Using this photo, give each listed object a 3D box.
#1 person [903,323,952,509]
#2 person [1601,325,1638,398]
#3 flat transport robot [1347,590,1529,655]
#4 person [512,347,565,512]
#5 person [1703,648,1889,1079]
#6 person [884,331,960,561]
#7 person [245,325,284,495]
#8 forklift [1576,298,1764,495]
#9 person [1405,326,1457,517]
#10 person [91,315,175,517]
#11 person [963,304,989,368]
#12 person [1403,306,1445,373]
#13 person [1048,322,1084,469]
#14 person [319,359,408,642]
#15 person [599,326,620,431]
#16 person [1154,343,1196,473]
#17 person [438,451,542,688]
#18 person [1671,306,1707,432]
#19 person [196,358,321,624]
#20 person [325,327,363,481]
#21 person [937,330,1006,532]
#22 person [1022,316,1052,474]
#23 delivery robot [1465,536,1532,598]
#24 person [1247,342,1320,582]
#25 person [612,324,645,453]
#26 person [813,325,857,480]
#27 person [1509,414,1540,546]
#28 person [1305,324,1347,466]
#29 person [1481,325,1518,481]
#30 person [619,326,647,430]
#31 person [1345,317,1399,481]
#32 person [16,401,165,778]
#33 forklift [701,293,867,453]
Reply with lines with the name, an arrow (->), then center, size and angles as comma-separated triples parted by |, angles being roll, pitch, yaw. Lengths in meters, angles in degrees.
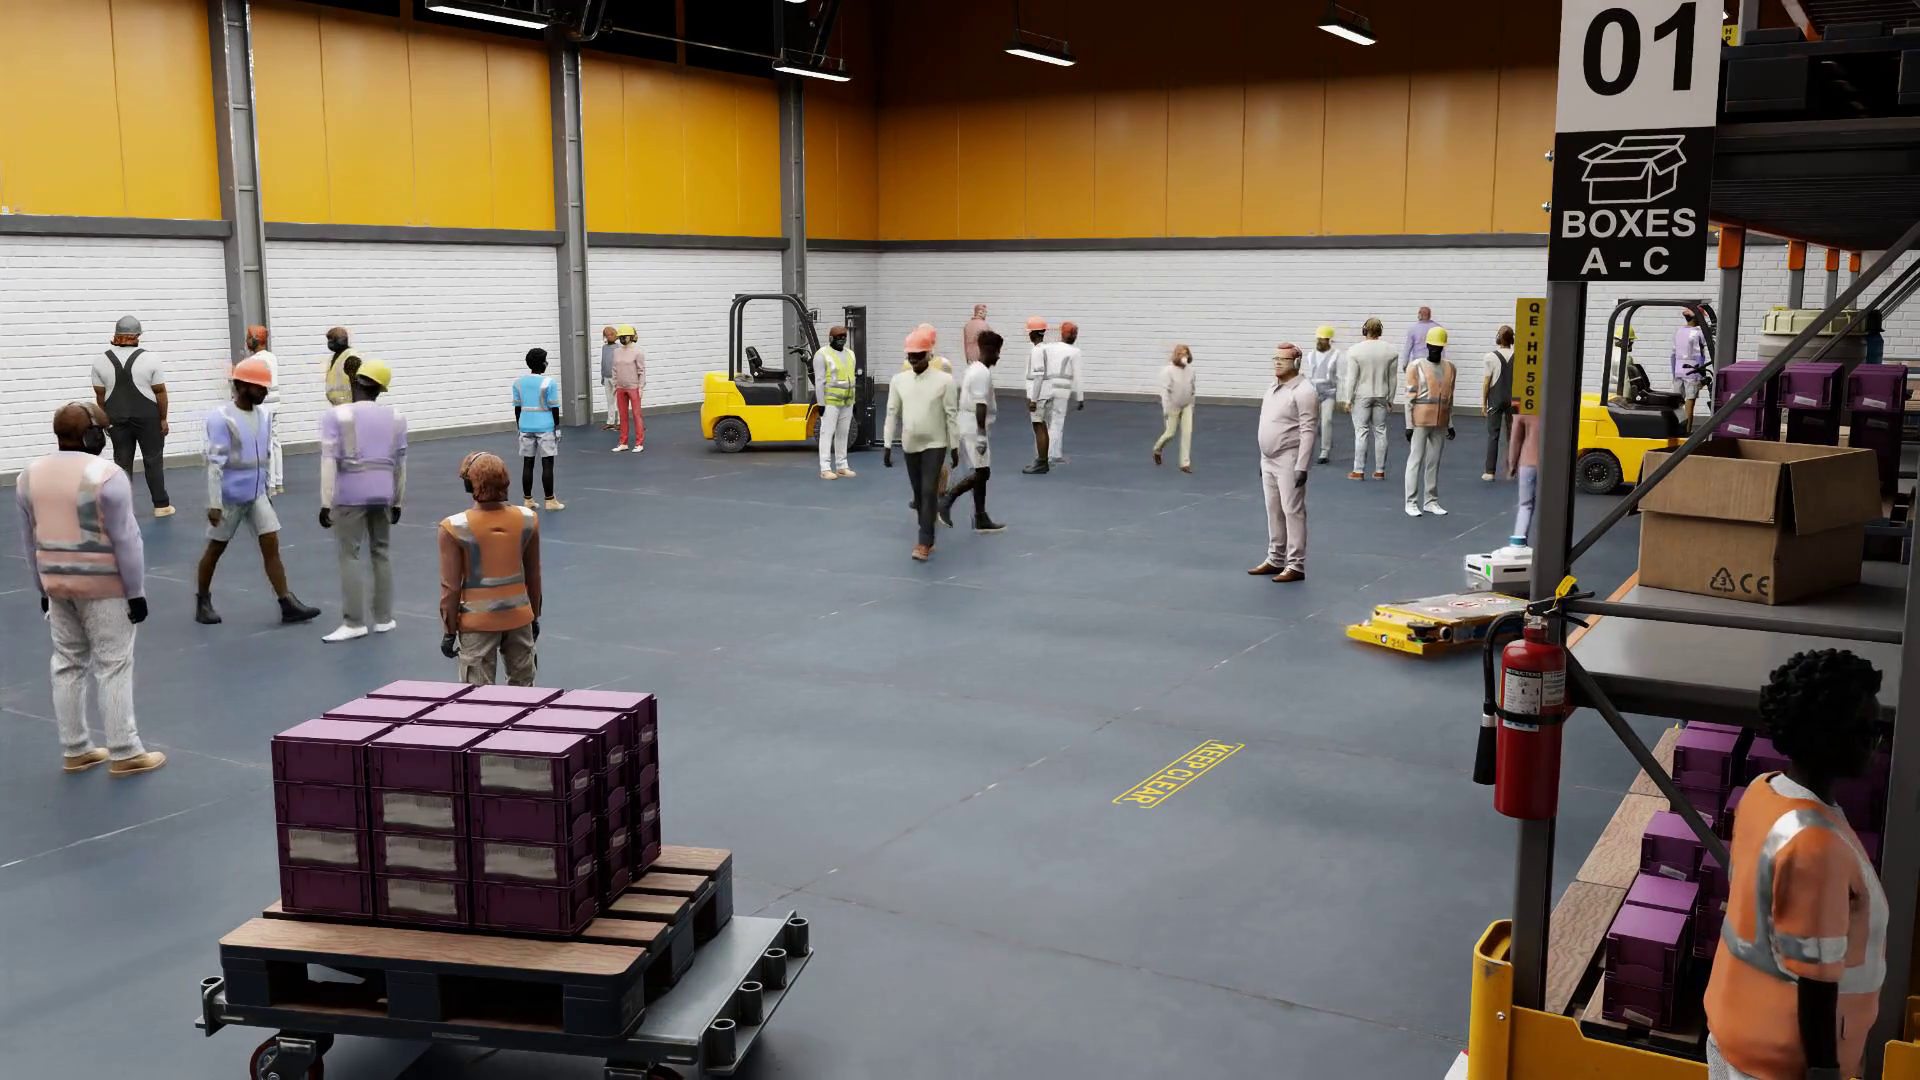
person -> -0.354, -1.282, 17.343 | 0.547, 1.938, 0.378 | -4, 10, -23
person -> 8.257, -1.785, 20.854 | 0.405, 1.824, 0.586 | -1, 9, -5
flat transport robot -> 3.346, 0.538, 11.167 | 1.431, 0.197, 0.652 | -6, 11, -33
person -> -4.352, -1.137, 17.176 | 0.540, 1.698, 0.317 | 3, 10, 19
person -> 1.737, 1.059, 3.481 | 0.321, 1.697, 0.529 | 2, 9, 14
person -> -0.370, -0.802, 14.287 | 0.647, 1.950, 0.928 | 4, 10, 22
person -> -7.728, -1.430, 18.433 | 0.356, 1.884, 0.574 | 0, 9, -2
forklift -> 7.954, -1.589, 18.462 | 2.313, 2.155, 1.214 | 5, 11, 30
person -> 4.782, -1.201, 16.881 | 0.589, 1.924, 0.384 | -3, 10, -21
person -> -8.324, -1.247, 16.802 | 0.679, 2.000, 0.537 | -1, 9, -8
person -> 0.350, -3.318, 30.166 | 0.403, 1.899, 0.652 | -7, 11, -37
person -> 7.915, -3.025, 28.363 | 0.667, 1.900, 0.404 | -1, 9, -3
person -> 1.265, -1.821, 20.965 | 0.596, 1.846, 0.767 | 9, 13, 43
person -> -4.093, -0.275, 11.284 | 0.363, 1.875, 0.765 | 8, 12, 40
person -> -5.456, -2.528, 26.066 | 0.498, 1.633, 0.279 | 8, 12, 40
person -> 2.672, -1.642, 20.625 | 0.503, 1.606, 0.668 | -4, 10, -25
person -> -2.166, 0.407, 7.728 | 0.514, 1.641, 0.307 | -9, 13, -44
person -> 10.432, -2.368, 23.791 | 0.390, 2.045, 0.607 | -2, 9, -15
person -> -5.008, -0.330, 11.618 | 0.938, 1.875, 0.624 | 3, 10, 19
person -> -7.202, -1.571, 19.514 | 0.431, 1.829, 0.649 | -7, 11, -36
person -> 0.103, -1.012, 15.697 | 0.662, 1.924, 0.692 | -1, 9, -5
person -> 0.947, -1.778, 20.444 | 0.350, 1.935, 0.552 | 2, 9, 14
delivery robot -> 4.028, 0.213, 12.023 | 0.707, 0.478, 0.477 | -2, 9, -13
person -> 2.581, -0.625, 13.321 | 0.410, 1.912, 0.651 | -3, 10, -20
person -> -4.569, -2.083, 22.878 | 0.522, 1.768, 0.312 | 4, 10, 24
person -> -1.466, -1.650, 19.951 | 0.430, 1.840, 0.625 | 8, 12, 42
person -> 4.795, -0.608, 13.731 | 0.535, 1.746, 0.623 | 5, 10, 27
person -> 4.696, -1.864, 21.370 | 0.499, 1.818, 0.599 | -9, 13, -44
person -> 6.425, -1.609, 19.670 | 0.507, 1.847, 0.345 | 1, 9, 6
person -> -5.144, -2.514, 25.980 | 0.507, 1.632, 0.265 | 2, 9, 14
person -> 4.871, -1.667, 19.743 | 0.636, 1.939, 0.365 | -1, 9, -9
person -> -4.236, 0.243, 8.127 | 0.631, 1.841, 0.429 | 3, 9, 15
forklift -> -2.458, -2.344, 23.176 | 2.313, 2.155, 1.214 | 0, 9, -2
